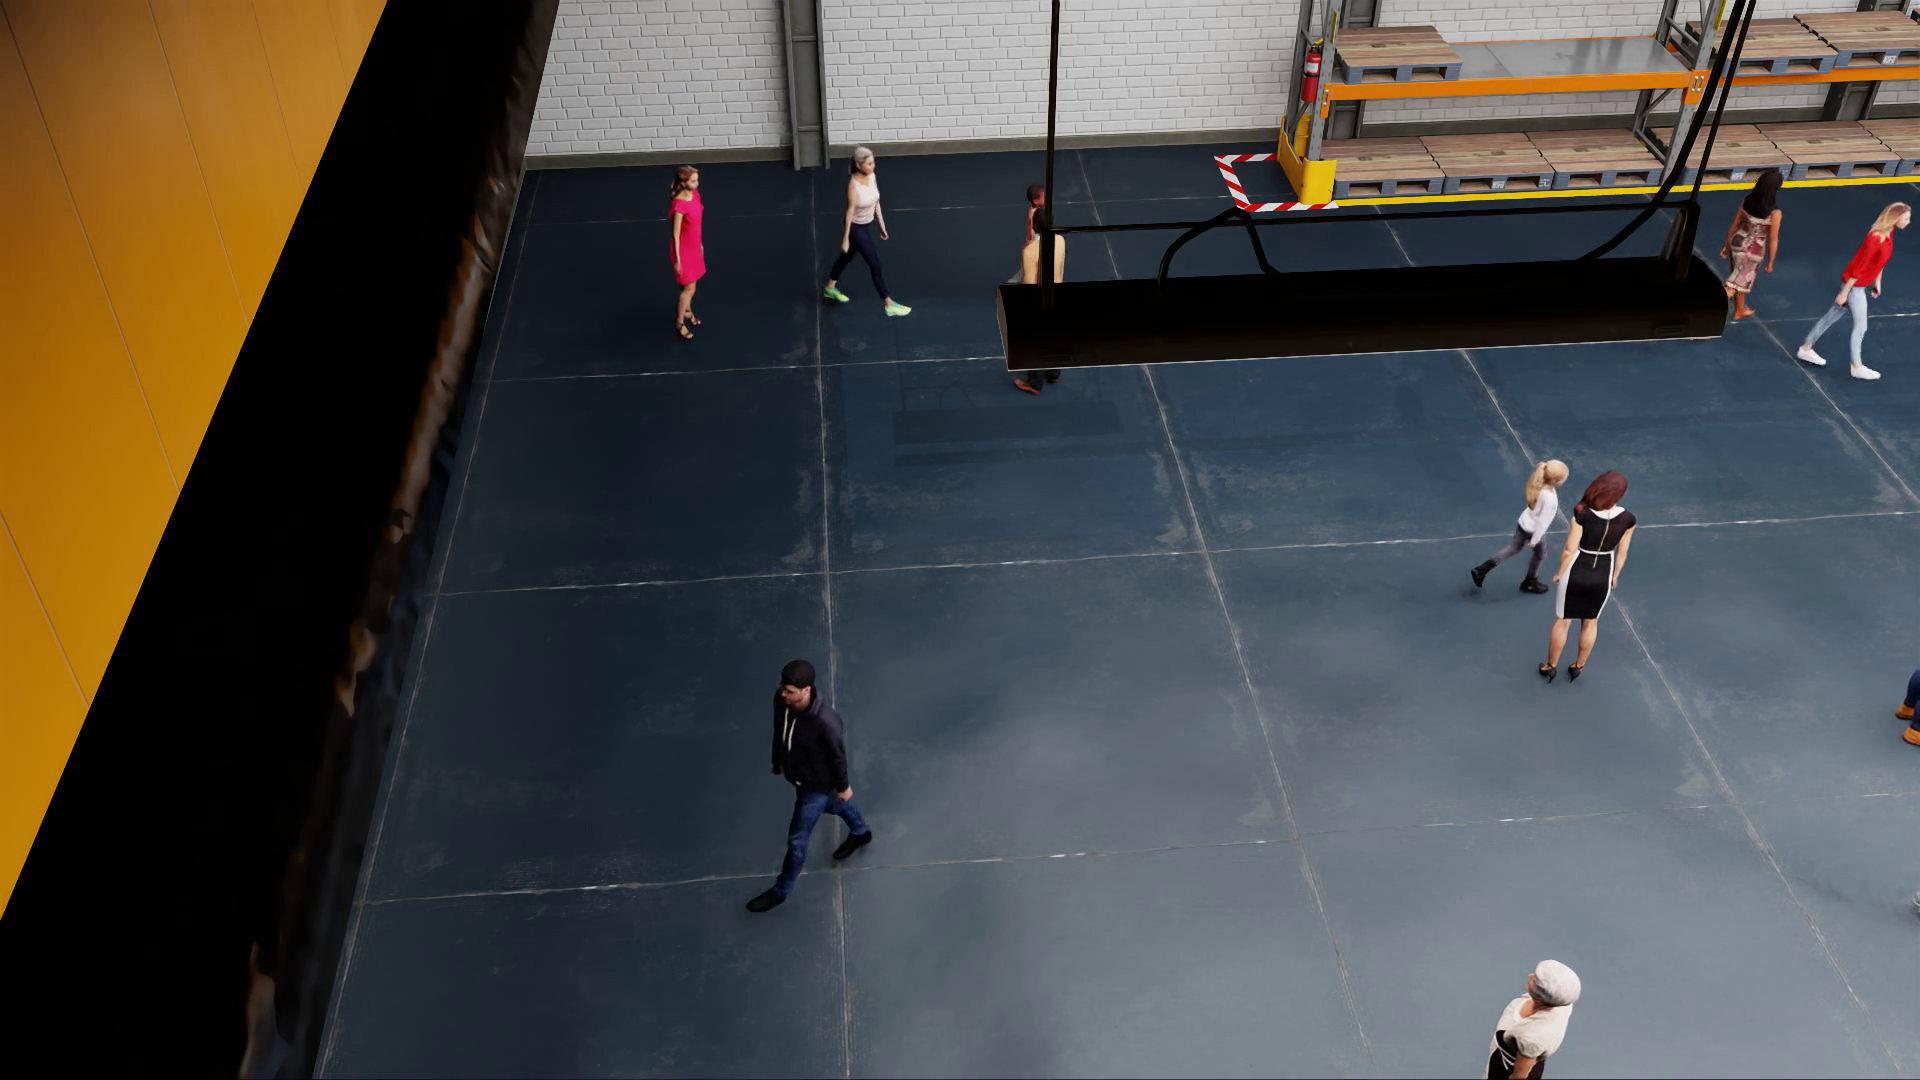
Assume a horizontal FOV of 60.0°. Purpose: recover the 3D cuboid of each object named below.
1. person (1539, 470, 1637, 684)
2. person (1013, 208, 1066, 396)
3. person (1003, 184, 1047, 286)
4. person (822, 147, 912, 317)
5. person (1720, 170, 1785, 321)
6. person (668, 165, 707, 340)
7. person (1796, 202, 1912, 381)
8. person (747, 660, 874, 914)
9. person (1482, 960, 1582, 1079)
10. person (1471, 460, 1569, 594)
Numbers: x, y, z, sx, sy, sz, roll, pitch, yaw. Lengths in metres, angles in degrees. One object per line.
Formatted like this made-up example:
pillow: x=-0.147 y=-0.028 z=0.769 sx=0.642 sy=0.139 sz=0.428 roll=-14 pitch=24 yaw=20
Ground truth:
person: x=4.343 y=0.273 z=11.540 sx=0.512 sy=1.795 sz=0.682 roll=5 pitch=39 yaw=6
person: x=0.711 y=-2.094 z=14.538 sx=0.725 sy=1.753 sz=0.810 roll=-31 pitch=48 yaw=-33
person: x=0.667 y=-2.790 z=15.773 sx=0.904 sy=1.300 sz=0.595 roll=4 pitch=39 yaw=5
person: x=-1.027 y=-2.906 z=15.643 sx=1.259 sy=1.644 sz=0.966 roll=14 pitch=41 yaw=16
person: x=7.157 y=-2.587 z=15.276 sx=1.223 sy=1.603 sz=0.931 roll=-18 pitch=42 yaw=-21
person: x=-2.534 y=-2.659 z=15.282 sx=0.714 sy=1.708 sz=0.698 roll=9 pitch=40 yaw=11
person: x=7.900 y=-2.265 z=14.818 sx=1.058 sy=1.671 sz=0.986 roll=28 pitch=46 yaw=31
person: x=-0.826 y=1.394 z=10.105 sx=1.318 sy=1.835 sz=1.149 roll=-28 pitch=46 yaw=-30
person: x=2.856 y=2.733 z=8.491 sx=0.738 sy=1.756 sz=0.698 roll=24 pitch=44 yaw=27
person: x=4.214 y=-0.086 z=12.422 sx=0.851 sy=1.256 sz=0.509 roll=-5 pitch=39 yaw=-6
